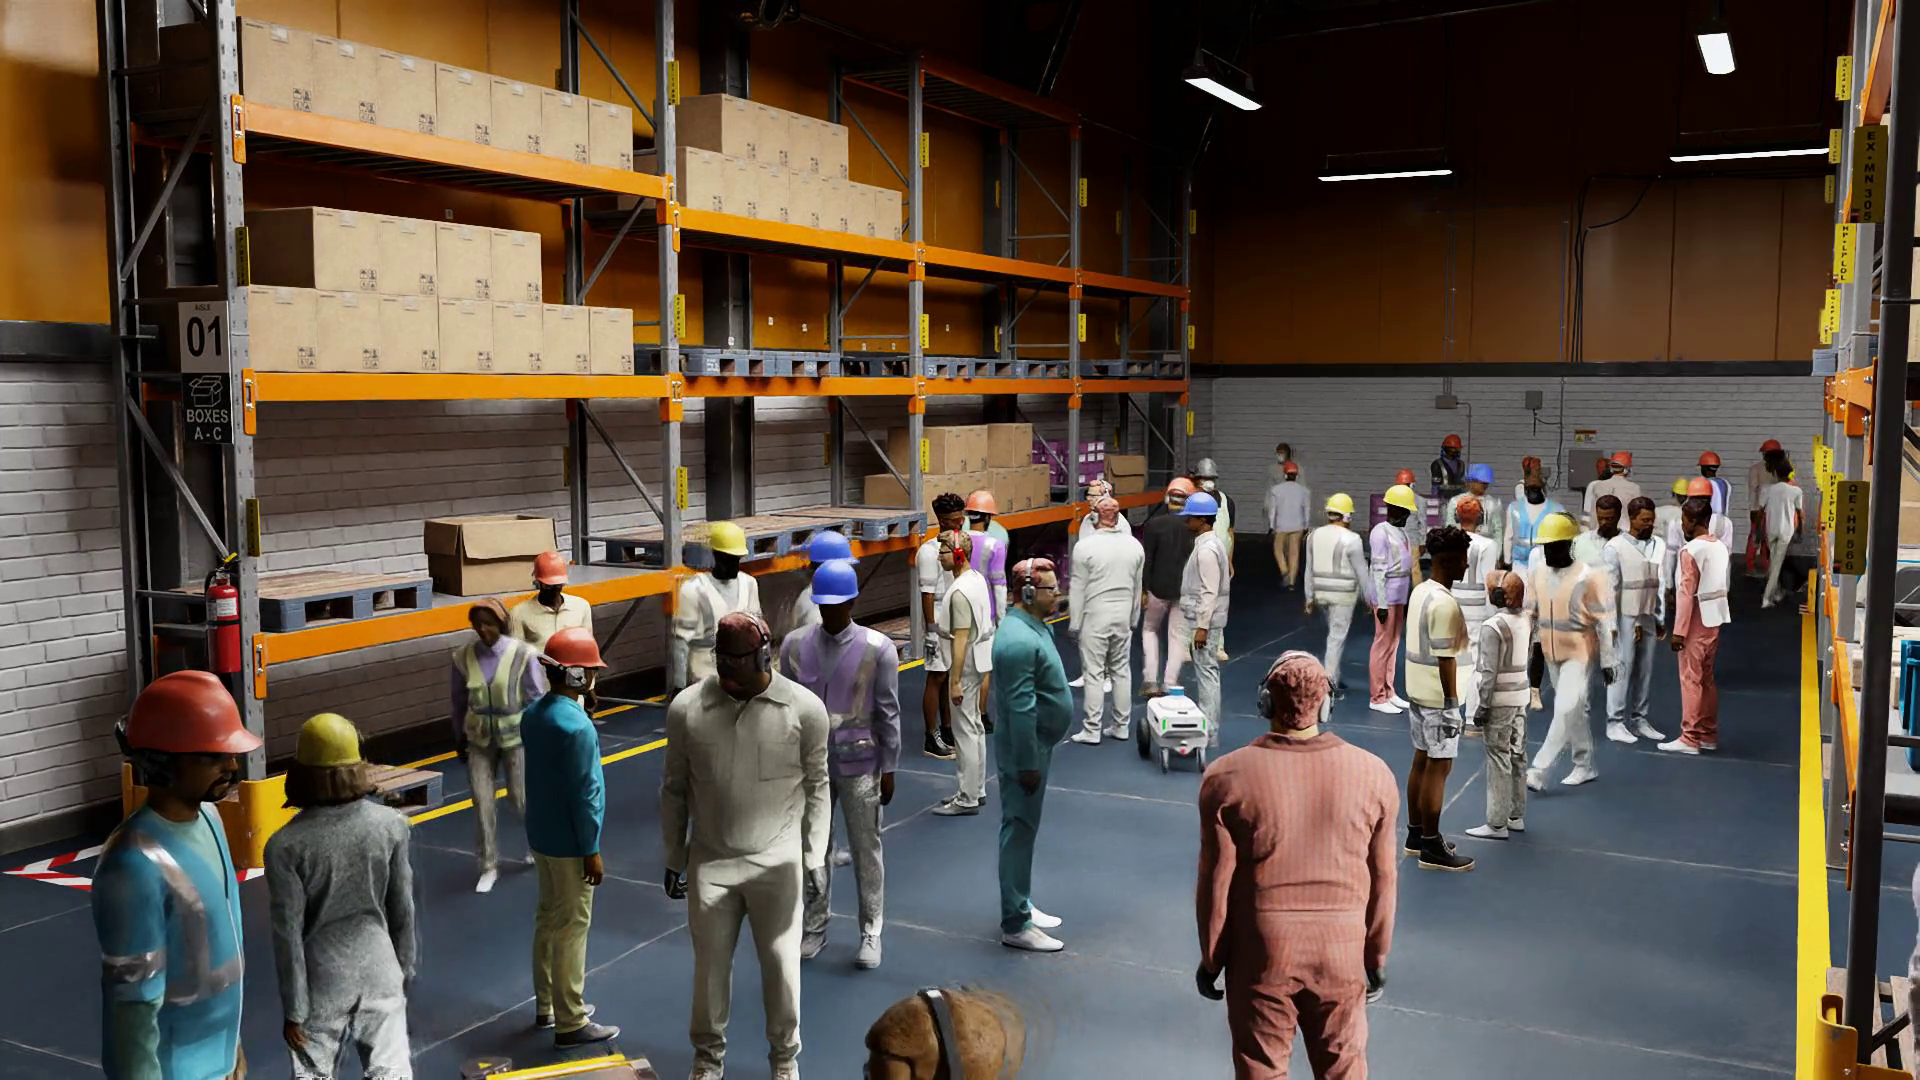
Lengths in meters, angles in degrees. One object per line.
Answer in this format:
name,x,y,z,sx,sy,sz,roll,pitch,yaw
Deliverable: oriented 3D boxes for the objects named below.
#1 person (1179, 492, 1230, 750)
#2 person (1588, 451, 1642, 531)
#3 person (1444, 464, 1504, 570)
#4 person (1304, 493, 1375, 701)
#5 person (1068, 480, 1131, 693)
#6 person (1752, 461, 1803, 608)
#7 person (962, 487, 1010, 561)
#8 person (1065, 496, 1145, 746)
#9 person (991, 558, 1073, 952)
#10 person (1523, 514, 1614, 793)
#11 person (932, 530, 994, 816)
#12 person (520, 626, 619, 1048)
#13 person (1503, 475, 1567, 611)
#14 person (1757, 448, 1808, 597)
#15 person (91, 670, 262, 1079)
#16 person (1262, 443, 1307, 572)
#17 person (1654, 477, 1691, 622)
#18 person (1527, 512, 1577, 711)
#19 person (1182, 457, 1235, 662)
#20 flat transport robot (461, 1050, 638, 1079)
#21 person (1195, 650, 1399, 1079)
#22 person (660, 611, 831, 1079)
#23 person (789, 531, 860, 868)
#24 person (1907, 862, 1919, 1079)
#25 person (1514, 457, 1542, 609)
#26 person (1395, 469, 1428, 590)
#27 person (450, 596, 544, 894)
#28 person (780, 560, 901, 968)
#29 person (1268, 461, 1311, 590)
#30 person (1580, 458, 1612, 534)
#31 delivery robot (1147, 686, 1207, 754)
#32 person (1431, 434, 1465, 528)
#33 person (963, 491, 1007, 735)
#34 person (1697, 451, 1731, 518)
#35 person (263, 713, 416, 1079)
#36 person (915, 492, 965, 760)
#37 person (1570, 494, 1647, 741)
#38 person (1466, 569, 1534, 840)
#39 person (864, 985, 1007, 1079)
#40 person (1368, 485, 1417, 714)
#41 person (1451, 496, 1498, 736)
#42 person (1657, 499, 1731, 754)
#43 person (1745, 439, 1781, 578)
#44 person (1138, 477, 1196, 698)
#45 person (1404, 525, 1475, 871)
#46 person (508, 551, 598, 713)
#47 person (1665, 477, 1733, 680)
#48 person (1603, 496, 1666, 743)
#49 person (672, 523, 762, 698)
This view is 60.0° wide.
person,1.843,0.610,12.600,0.389,1.946,0.614,1,5,9
person,7.699,-0.049,19.514,0.409,1.985,0.627,-5,7,-43
person,5.451,0.155,17.795,0.695,1.923,0.447,1,5,6
person,3.373,0.496,14.544,0.636,1.808,0.605,-3,6,-30
person,1.246,0.413,14.950,0.409,1.908,0.639,-3,6,-32
person,10.215,-0.075,20.710,0.960,1.806,0.500,-5,7,-42
person,0.079,0.494,14.228,0.712,1.882,0.720,-2,6,-16
person,1.091,0.618,12.762,0.666,1.908,0.404,-3,6,-31
person,0.358,1.038,8.221,0.401,1.910,0.640,0,5,5
person,4.000,0.770,11.213,0.962,1.878,0.599,-3,6,-27
person,0.037,0.847,10.664,0.394,1.836,0.560,1,5,9
person,-1.635,1.232,7.004,0.350,1.743,0.563,-4,6,-35
person,6.025,0.229,17.362,0.708,1.823,0.435,3,6,29
person,10.619,-0.211,21.456,0.523,1.952,0.615,2,6,22
person,-1.983,1.343,4.299,0.407,2.036,0.609,-1,5,-10
person,4.741,-0.463,24.344,0.648,1.913,0.638,-4,7,-38
person,8.008,0.160,18.536,0.526,1.743,0.530,1,6,15
person,5.042,0.602,14.032,0.530,1.696,0.321,0,5,-2
person,2.445,0.197,16.555,0.683,2.000,0.538,-1,5,-12
flat transport robot,-1.287,2.082,5.692,0.652,0.197,1.431,-2,6,-24
person,1.066,1.306,5.336,0.643,1.910,0.399,0,5,-1
person,-0.823,1.214,6.350,0.651,1.902,0.403,0,5,1
person,-0.763,0.910,9.438,0.443,1.932,0.646,0,5,-2
person,2.680,1.414,4.085,0.583,1.923,0.647,-4,6,-34
person,6.986,-0.089,20.495,0.340,1.879,0.572,4,6,34
person,5.428,0.001,20.278,0.364,1.742,0.577,-4,6,-35
person,-2.509,1.093,9.145,0.542,1.617,0.513,0,5,3
person,-0.580,1.054,7.888,0.606,1.939,0.419,2,6,17
person,4.421,-0.195,22.350,0.589,1.738,0.373,0,5,-3
person,7.792,-0.065,20.319,0.383,1.875,0.579,0,5,1
delivery robot,1.569,1.304,12.048,0.477,0.478,0.707,0,5,-2
person,7.273,-0.554,24.713,0.604,2.034,0.418,-3,6,-28
person,0.133,0.575,13.115,0.549,1.927,0.393,3,6,32
person,9.276,-0.131,20.630,0.547,1.938,0.379,-2,6,-25
person,-1.907,1.410,5.270,0.494,1.710,0.812,-5,7,-44
person,-0.094,0.626,12.342,0.366,1.965,0.607,3,6,27
person,5.022,0.596,12.941,0.587,1.914,0.392,3,6,33
person,3.300,0.993,10.106,0.307,1.644,0.514,5,7,44
person,0.157,1.603,2.851,0.824,1.798,0.532,-2,6,-18
person,3.651,0.492,14.029,0.374,1.919,0.585,3,6,33
person,3.993,0.595,13.111,0.343,1.881,0.585,-4,7,-36
person,5.547,0.645,12.480,0.597,1.907,0.409,-5,7,-44
person,11.544,-0.448,23.810,0.615,1.985,0.413,-3,6,-26
person,1.838,0.432,14.455,0.632,1.954,0.550,-1,5,-9
person,2.742,0.888,9.521,0.361,1.963,0.616,0,5,0
person,-2.522,0.926,10.339,0.575,1.736,0.355,-4,7,-36
person,6.796,0.380,15.308,0.558,1.906,0.764,3,6,27
person,5.200,0.608,12.865,0.600,1.908,0.396,-3,6,-28
person,-1.492,0.834,10.507,0.720,1.890,0.594,4,7,37
